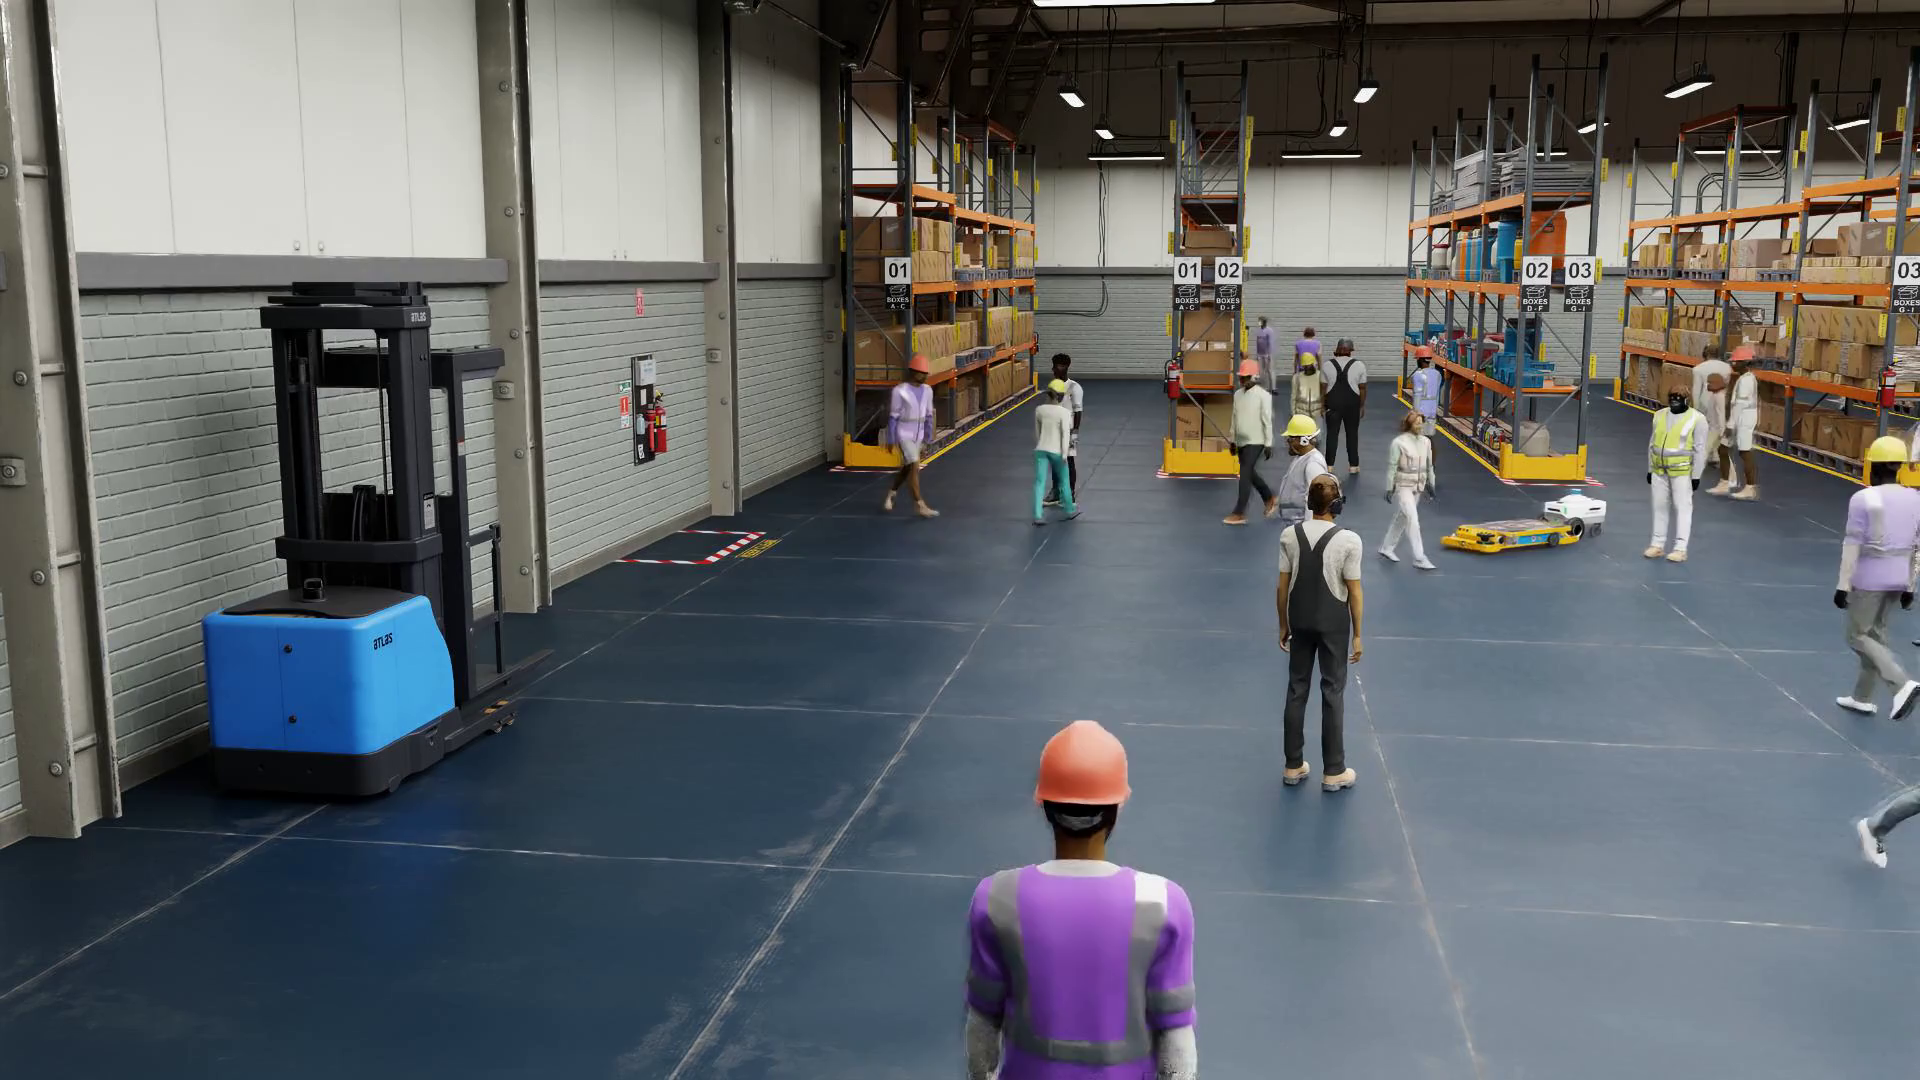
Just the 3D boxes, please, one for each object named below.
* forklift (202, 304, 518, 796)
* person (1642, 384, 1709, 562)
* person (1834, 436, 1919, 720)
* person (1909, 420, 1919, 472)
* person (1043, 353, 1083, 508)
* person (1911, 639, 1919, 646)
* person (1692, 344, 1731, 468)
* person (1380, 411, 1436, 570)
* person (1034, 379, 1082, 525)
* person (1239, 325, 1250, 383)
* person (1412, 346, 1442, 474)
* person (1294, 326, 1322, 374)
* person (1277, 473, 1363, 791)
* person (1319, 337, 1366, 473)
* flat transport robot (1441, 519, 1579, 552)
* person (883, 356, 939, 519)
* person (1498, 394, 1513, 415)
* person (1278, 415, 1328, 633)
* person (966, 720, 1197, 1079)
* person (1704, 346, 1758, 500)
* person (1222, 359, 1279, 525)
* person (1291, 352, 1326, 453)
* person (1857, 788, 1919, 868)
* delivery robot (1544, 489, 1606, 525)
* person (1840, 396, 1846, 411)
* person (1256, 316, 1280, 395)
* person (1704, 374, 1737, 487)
[{"bbox_3d":[-3.673,-0.038,10.147,1.129,2.768,1.873,1,9,9],"label":"forklift"},{"bbox_3d":[7.457,-0.709,17.362,0.429,1.837,0.643,-6,11,-32],"label":"person"},{"bbox_3d":[6.192,0.267,11.107,0.592,1.910,0.673,-3,10,-18],"label":"person"},{"bbox_3d":[11.065,-0.932,18.740,0.978,1.844,0.591,-4,10,-22],"label":"person"},{"bbox_3d":[1.297,-1.405,21.258,0.368,1.966,0.602,-8,12,-40],"label":"person"},{"bbox_3d":[7.964,0.013,13.190,0.547,1.746,0.503,-7,12,-39],"label":"person"},{"bbox_3d":[11.549,-2.091,25.729,0.631,1.879,1.028,0,9,-1],"label":"person"},{"bbox_3d":[4.595,-0.530,17.004,0.530,1.596,0.851,-6,11,-31],"label":"person"},{"bbox_3d":[1.136,-1.054,19.858,0.528,1.720,0.882,6,11,32],"label":"person"},{"bbox_3d":[7.005,-4.417,40.713,0.584,1.677,0.545,7,11,36],"label":"person"},{"bbox_3d":[6.672,-1.833,23.994,0.551,1.932,0.378,-7,11,-36],"label":"person"},{"bbox_3d":[7.400,-3.632,35.424,0.580,1.829,0.450,3,10,17],"label":"person"},{"bbox_3d":[2.101,0.528,9.710,0.521,1.844,0.331,6,11,34],"label":"person"},{"bbox_3d":[5.726,-2.009,24.887,0.684,2.000,0.536,3,10,18],"label":"person"},{"bbox_3d":[6.065,-0.060,18.309,1.431,0.197,0.652,-5,11,-28],"label":"flat transport robot"},{"bbox_3d":[-0.648,-1.287,20.511,0.614,1.991,0.988,-9,13,-43],"label":"person"},{"bbox_3d":[11.576,-3.608,34.912,0.615,1.942,0.407,7,12,37],"label":"person"},{"bbox_3d":[2.857,-0.133,13.870,0.404,1.825,0.598,0,9,-1],"label":"person"},{"bbox_3d":[0.308,1.384,4.201,0.580,1.915,0.678,1,9,8],"label":"person"},{"bbox_3d":[10.192,-1.535,21.934,0.776,2.014,0.614,3,10,18],"label":"person"},{"bbox_3d":[3.541,-1.199,20.024,0.929,1.966,0.632,-6,11,-32],"label":"person"},{"bbox_3d":[5.289,-1.937,25.071,0.600,1.802,0.517,2,9,14],"label":"person"},{"bbox_3d":[4.807,0.915,8.072,0.507,1.605,0.750,-5,10,-27],"label":"person"},{"bbox_3d":[6.979,-0.337,18.855,0.707,0.478,0.477,-5,10,-28],"label":"delivery robot"},{"bbox_3d":[18.983,-3.672,35.481,0.617,1.880,0.945,3,10,19],"label":"person"},{"bbox_3d":[7.499,-4.512,40.612,0.434,1.918,0.773,-5,11,-30],"label":"person"},{"bbox_3d":[10.421,-1.514,23.098,0.877,1.583,0.532,3,10,17],"label":"person"}]
